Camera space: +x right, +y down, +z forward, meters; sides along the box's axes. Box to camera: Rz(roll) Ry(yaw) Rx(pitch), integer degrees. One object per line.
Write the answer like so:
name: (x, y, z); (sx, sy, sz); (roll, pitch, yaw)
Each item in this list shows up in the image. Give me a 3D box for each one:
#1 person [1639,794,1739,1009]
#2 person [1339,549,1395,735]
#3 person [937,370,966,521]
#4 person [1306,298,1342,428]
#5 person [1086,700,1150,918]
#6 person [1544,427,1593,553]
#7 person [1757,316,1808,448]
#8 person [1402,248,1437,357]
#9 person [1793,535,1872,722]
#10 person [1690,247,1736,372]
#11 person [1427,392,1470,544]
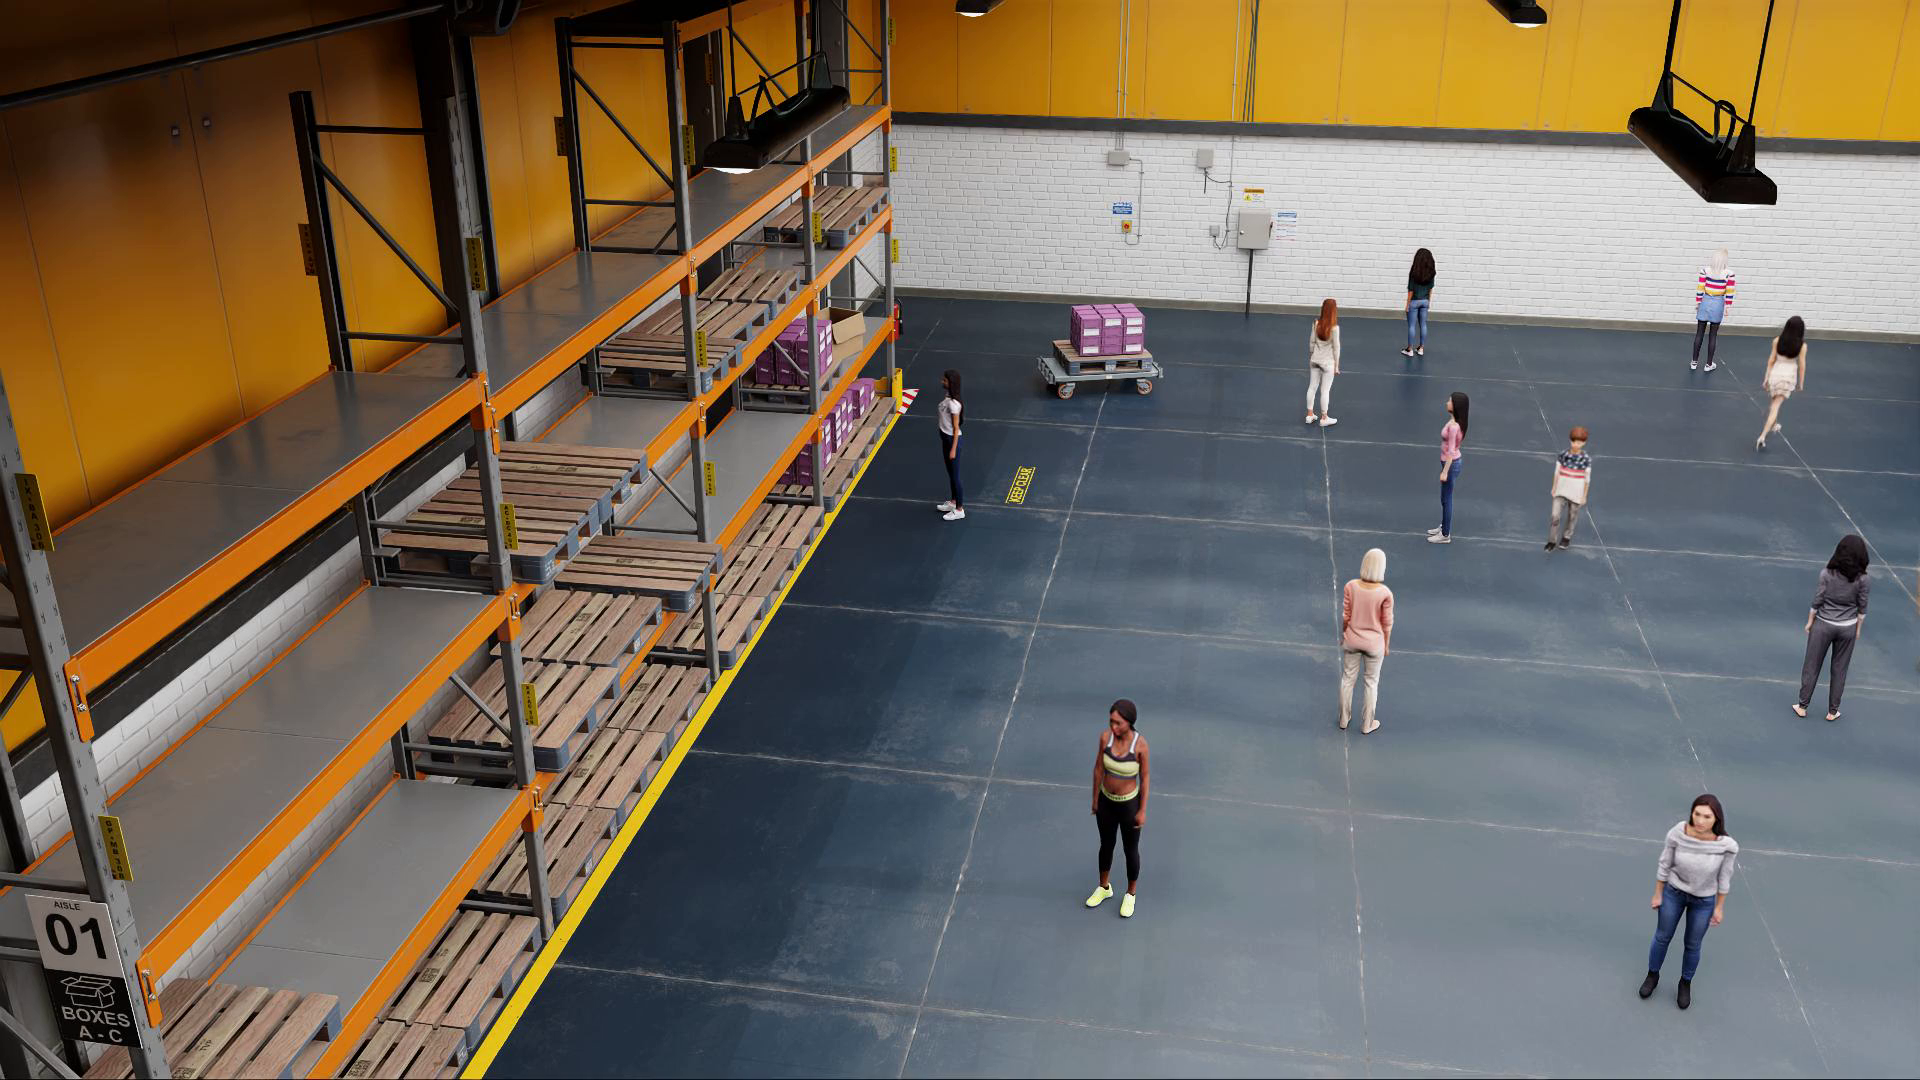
person: (4.909, 2.412, 11.215); (0.662, 1.632, 0.613); (12, 26, 25)
person: (3.551, 0.877, 14.611); (0.666, 1.724, 0.630); (13, 27, 26)
person: (-0.085, -1.101, 19.074); (0.716, 1.774, 0.569); (-4, 24, -9)
person: (4.805, -2.357, 22.027); (0.722, 1.710, 0.694); (-21, 31, -40)
person: (1.178, 1.933, 12.159); (0.622, 1.753, 0.596); (12, 26, 25)
person: (6.737, -0.583, 18.325); (0.676, 1.426, 0.810); (13, 27, 26)
person: (10.422, -1.961, 21.154); (0.925, 1.685, 1.139); (18, 29, 35)
person: (6.869, -3.574, 24.930); (0.691, 1.615, 0.713); (-6, 24, -13)
person: (7.772, 0.780, 14.783); (0.638, 1.765, 0.584); (10, 25, 21)
person: (10.950, -3.378, 24.241); (0.717, 1.808, 0.666); (15, 28, 31)
person: (5.438, -0.817, 18.464); (0.656, 1.742, 0.491); (8, 25, 17)
